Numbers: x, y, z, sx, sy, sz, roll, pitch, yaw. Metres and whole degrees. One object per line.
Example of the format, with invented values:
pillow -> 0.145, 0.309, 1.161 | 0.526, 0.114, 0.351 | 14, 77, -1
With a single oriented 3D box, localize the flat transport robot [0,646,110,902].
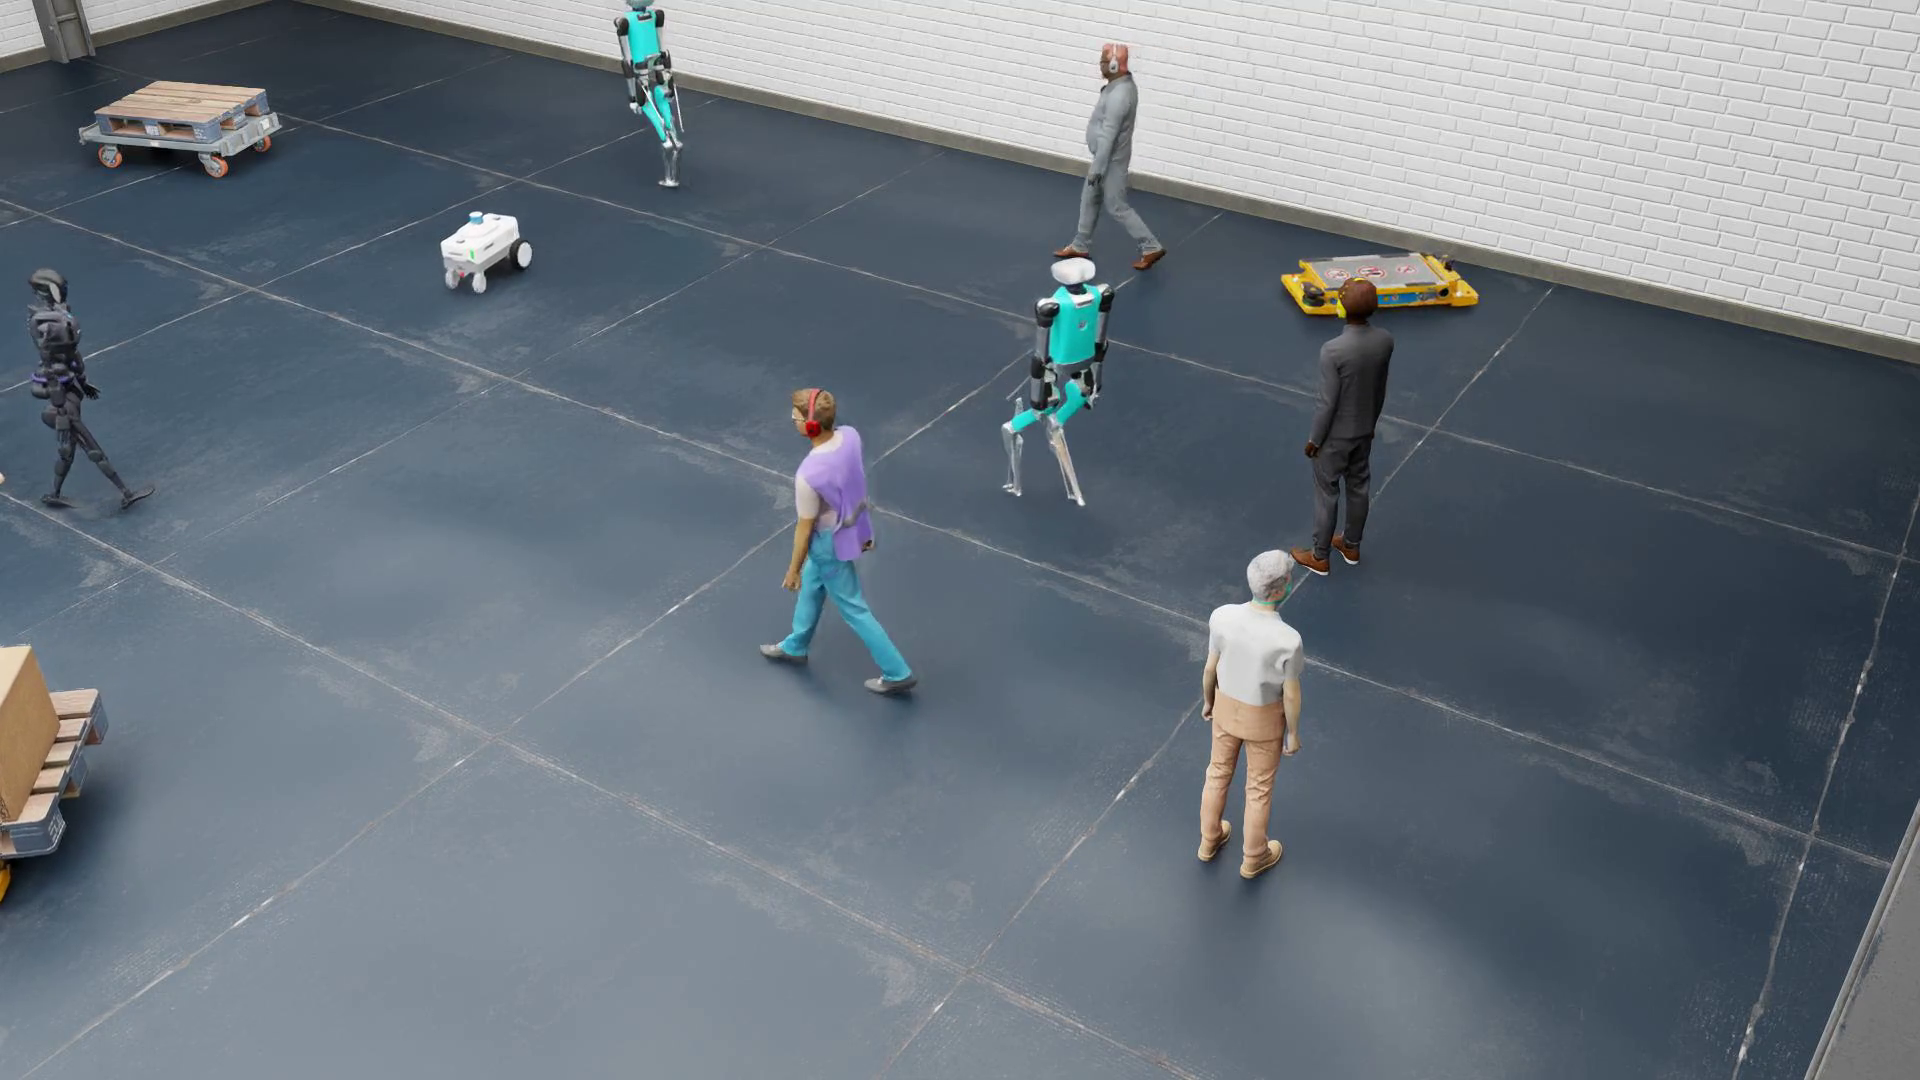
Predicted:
flat transport robot -> -4.897, 1.344, 8.165 | 0.659, 0.231, 1.431 | -5, 33, -8

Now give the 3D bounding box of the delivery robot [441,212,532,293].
delivery robot -> -3.953, -2.418, 13.741 | 0.499, 0.580, 0.757 | 11, 34, 17

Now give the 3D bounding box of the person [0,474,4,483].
person -> -6.510, -1.095, 10.495 | 0.395, 1.864, 0.467 | 7, 33, 11

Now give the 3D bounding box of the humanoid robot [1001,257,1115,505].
humanoid robot -> 0.545, -1.011, 10.514 | 0.530, 1.807, 0.802 | -18, 37, -25

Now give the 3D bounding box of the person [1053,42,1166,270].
person -> 1.275, -3.136, 13.648 | 0.908, 1.874, 0.634 | 3, 33, 5

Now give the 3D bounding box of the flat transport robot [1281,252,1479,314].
flat transport robot -> 3.401, -2.077, 13.489 | 1.431, 0.231, 0.659 | -4, 33, -7

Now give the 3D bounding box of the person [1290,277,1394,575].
person -> 2.263, -0.655, 9.793 | 0.501, 1.872, 0.335 | -16, 36, -23

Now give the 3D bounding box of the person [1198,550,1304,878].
person -> 1.335, 0.805, 7.641 | 0.491, 1.739, 0.304 | 21, 38, 29

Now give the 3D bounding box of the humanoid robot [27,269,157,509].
humanoid robot -> -5.600, -0.918, 10.417 | 0.742, 1.636, 0.588 | -7, 33, -10

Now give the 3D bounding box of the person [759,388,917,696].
person -> -0.663, 0.017, 8.819 | 0.967, 1.795, 0.581 | 10, 34, 16

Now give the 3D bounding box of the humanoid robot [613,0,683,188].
humanoid robot -> -2.708, -4.016, 15.246 | 0.762, 1.884, 0.549 | 25, 40, 33
